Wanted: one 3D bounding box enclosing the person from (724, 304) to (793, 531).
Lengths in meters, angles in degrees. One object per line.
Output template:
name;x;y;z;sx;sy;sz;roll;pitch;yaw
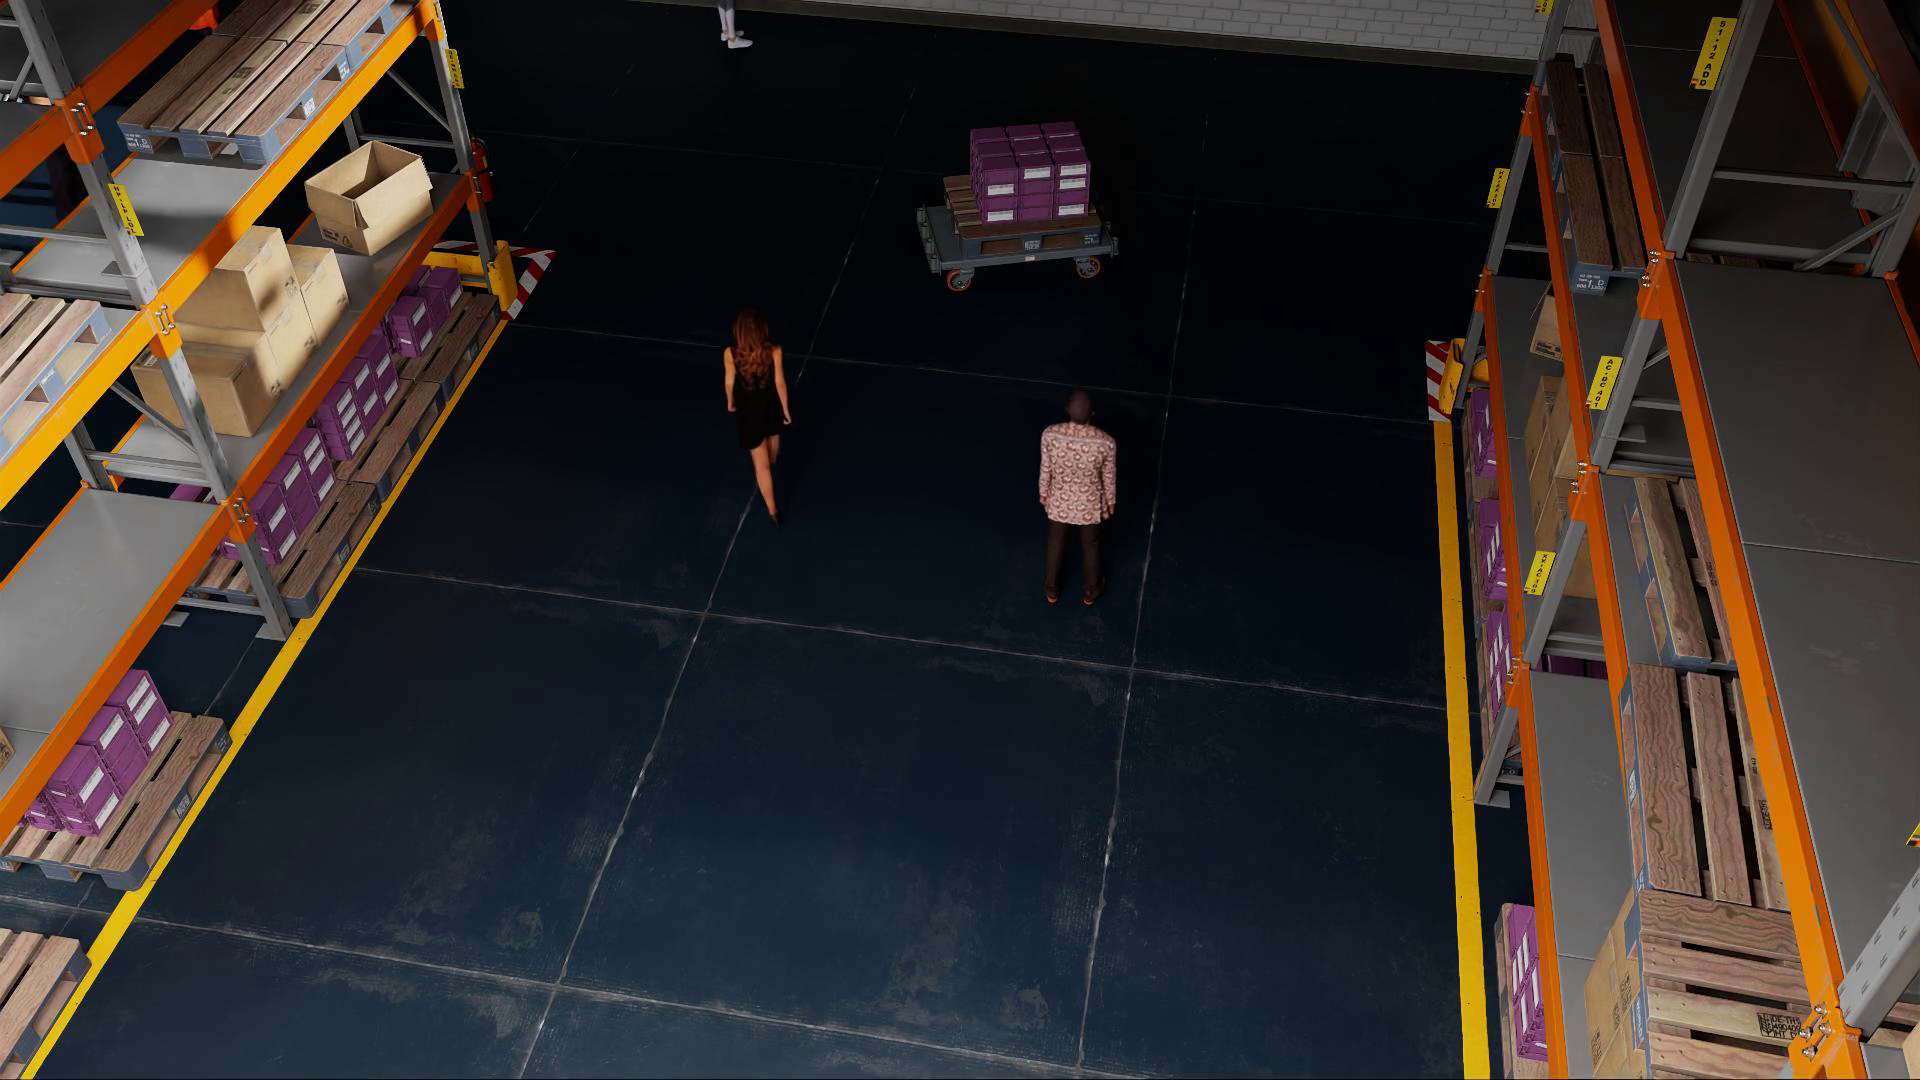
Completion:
person;-1.403;-0.804;11.725;0.831;1.806;1.112;-7;44;-7

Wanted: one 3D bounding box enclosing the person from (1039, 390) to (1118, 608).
person;0.781;-0.265;11.159;0.664;1.806;0.564;7;44;7

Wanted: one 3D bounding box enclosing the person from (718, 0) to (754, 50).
person;-2.428;-5.951;17.198;0.712;1.707;0.624;-17;46;-17

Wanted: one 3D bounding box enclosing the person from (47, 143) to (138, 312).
person;-7.188;-2.611;13.562;0.895;1.887;0.907;3;44;4
